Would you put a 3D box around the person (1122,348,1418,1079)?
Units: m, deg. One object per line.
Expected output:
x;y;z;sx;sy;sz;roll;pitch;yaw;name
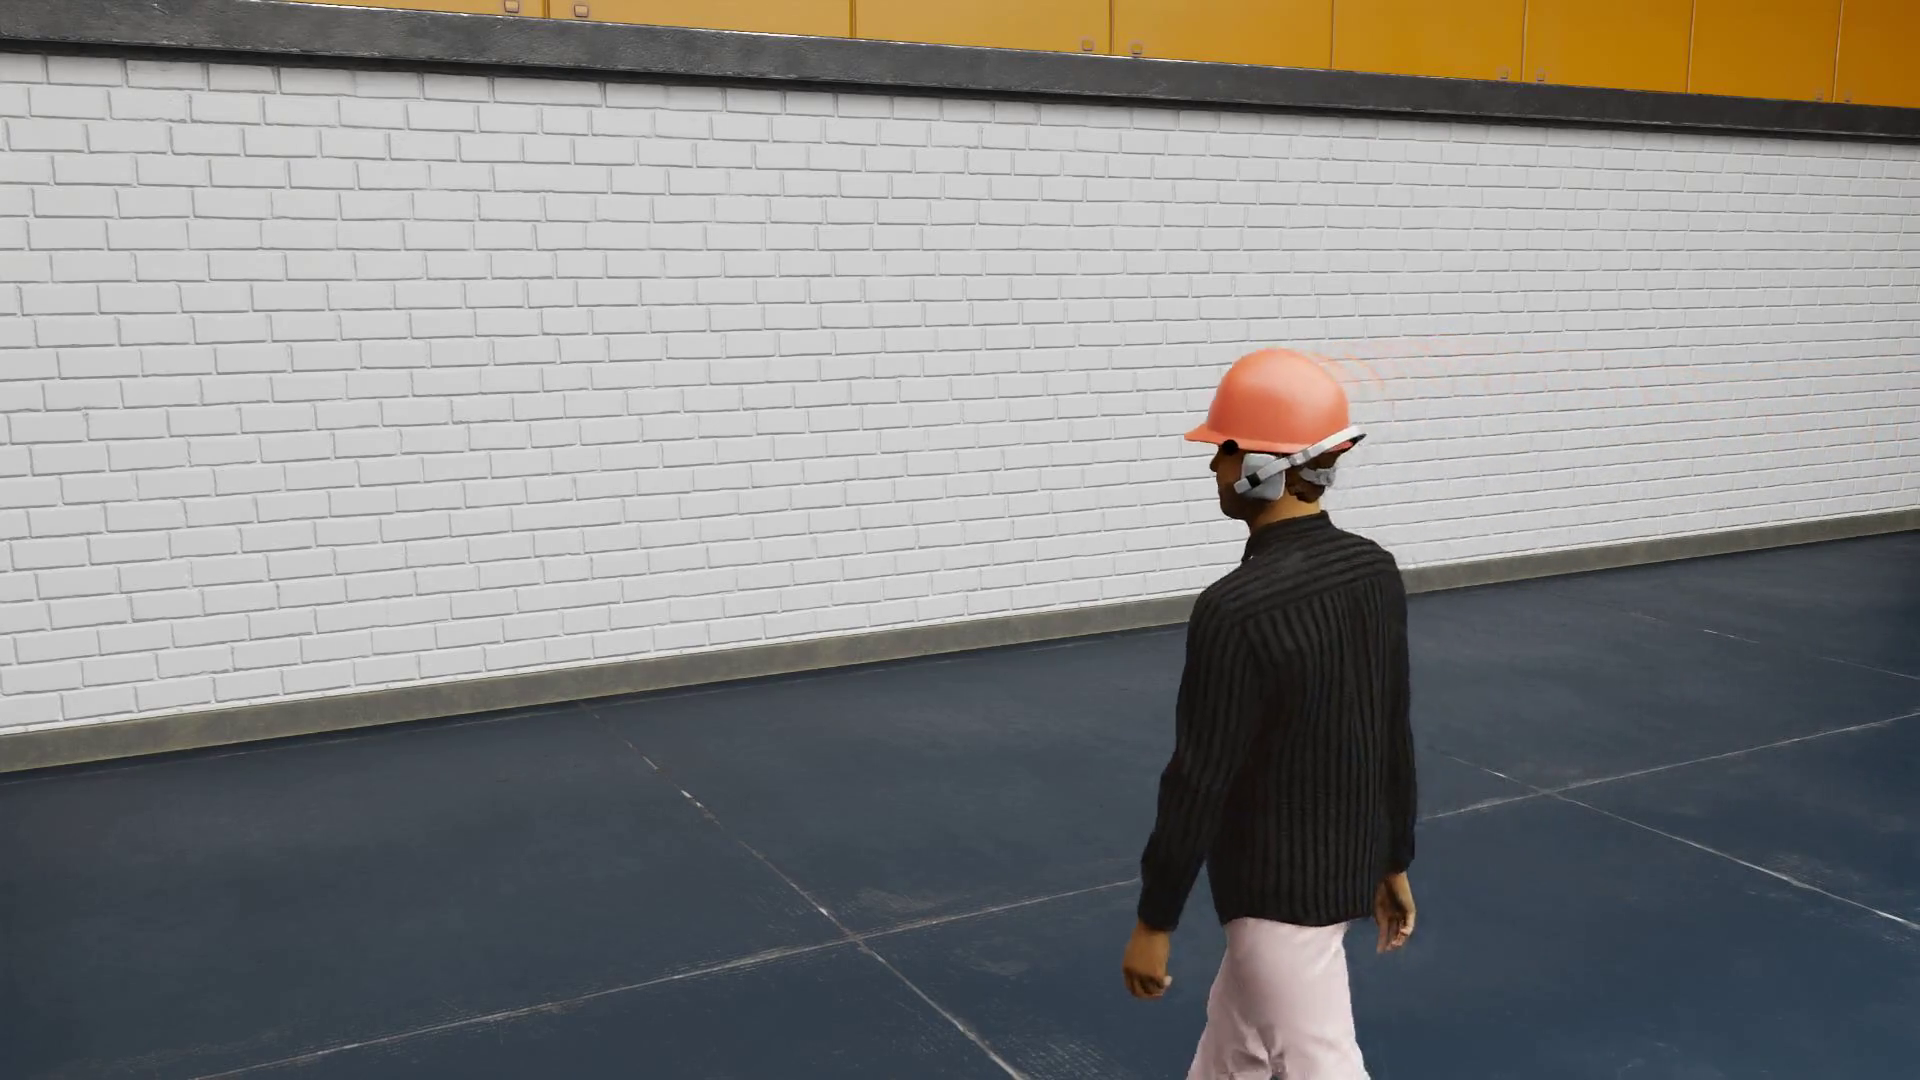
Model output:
0.575;0.622;3.137;1.034;1.946;0.636;8;13;38;person
